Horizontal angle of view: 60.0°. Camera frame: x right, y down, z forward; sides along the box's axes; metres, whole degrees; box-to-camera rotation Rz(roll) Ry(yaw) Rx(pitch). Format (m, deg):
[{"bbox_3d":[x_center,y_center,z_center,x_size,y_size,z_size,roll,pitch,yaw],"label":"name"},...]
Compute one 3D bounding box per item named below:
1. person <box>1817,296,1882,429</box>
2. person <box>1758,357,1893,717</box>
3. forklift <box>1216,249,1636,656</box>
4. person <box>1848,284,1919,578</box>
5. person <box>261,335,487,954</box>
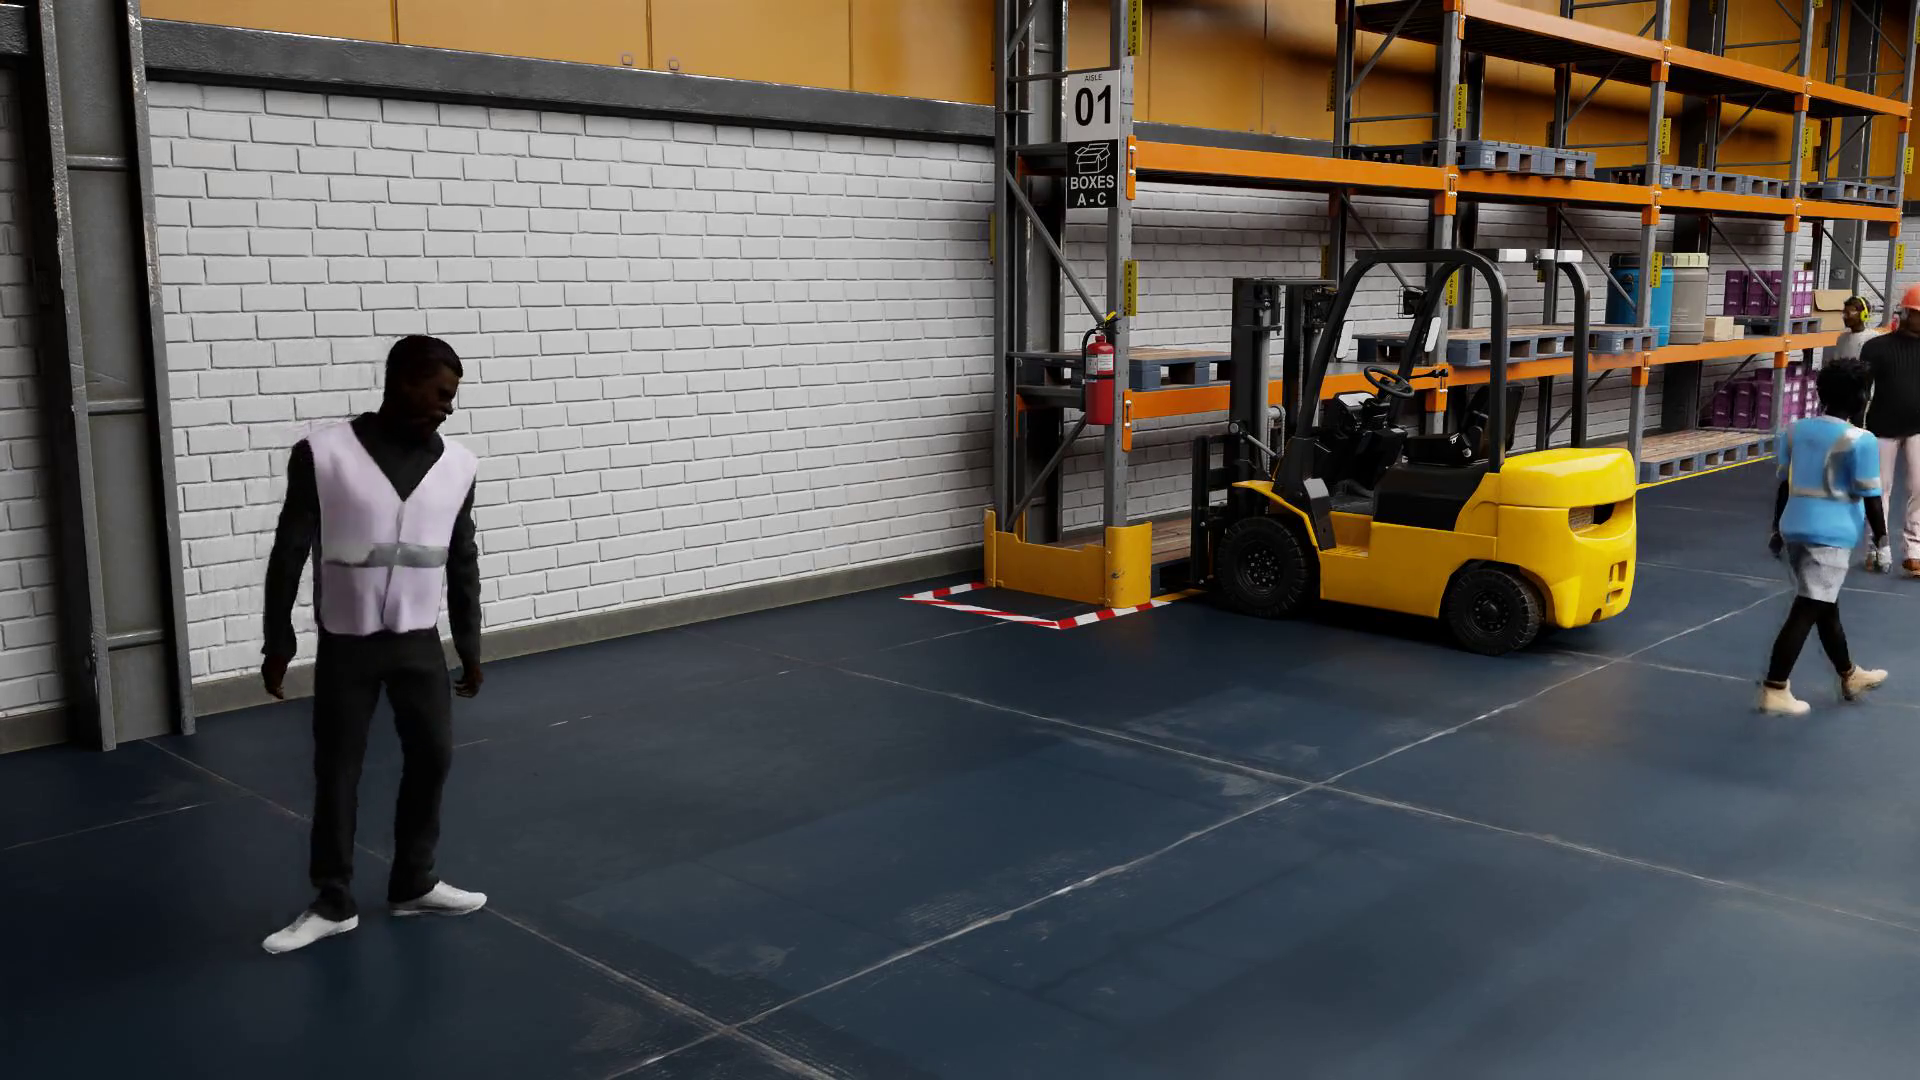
[{"bbox_3d":[8.028,-1.284,15.065,0.988,1.815,0.569,-2,9,-11],"label":"person"},{"bbox_3d":[4.091,-0.007,7.692,0.834,1.653,0.554,-2,9,-10],"label":"person"},{"bbox_3d":[2.710,-0.584,9.626,2.313,2.155,1.214,9,13,43],"label":"forklift"},{"bbox_3d":[6.319,-0.717,11.136,0.657,1.963,0.792,3,10,17],"label":"person"},{"bbox_3d":[-1.838,0.316,5.107,0.747,1.877,0.385,-8,12,-41],"label":"person"}]
